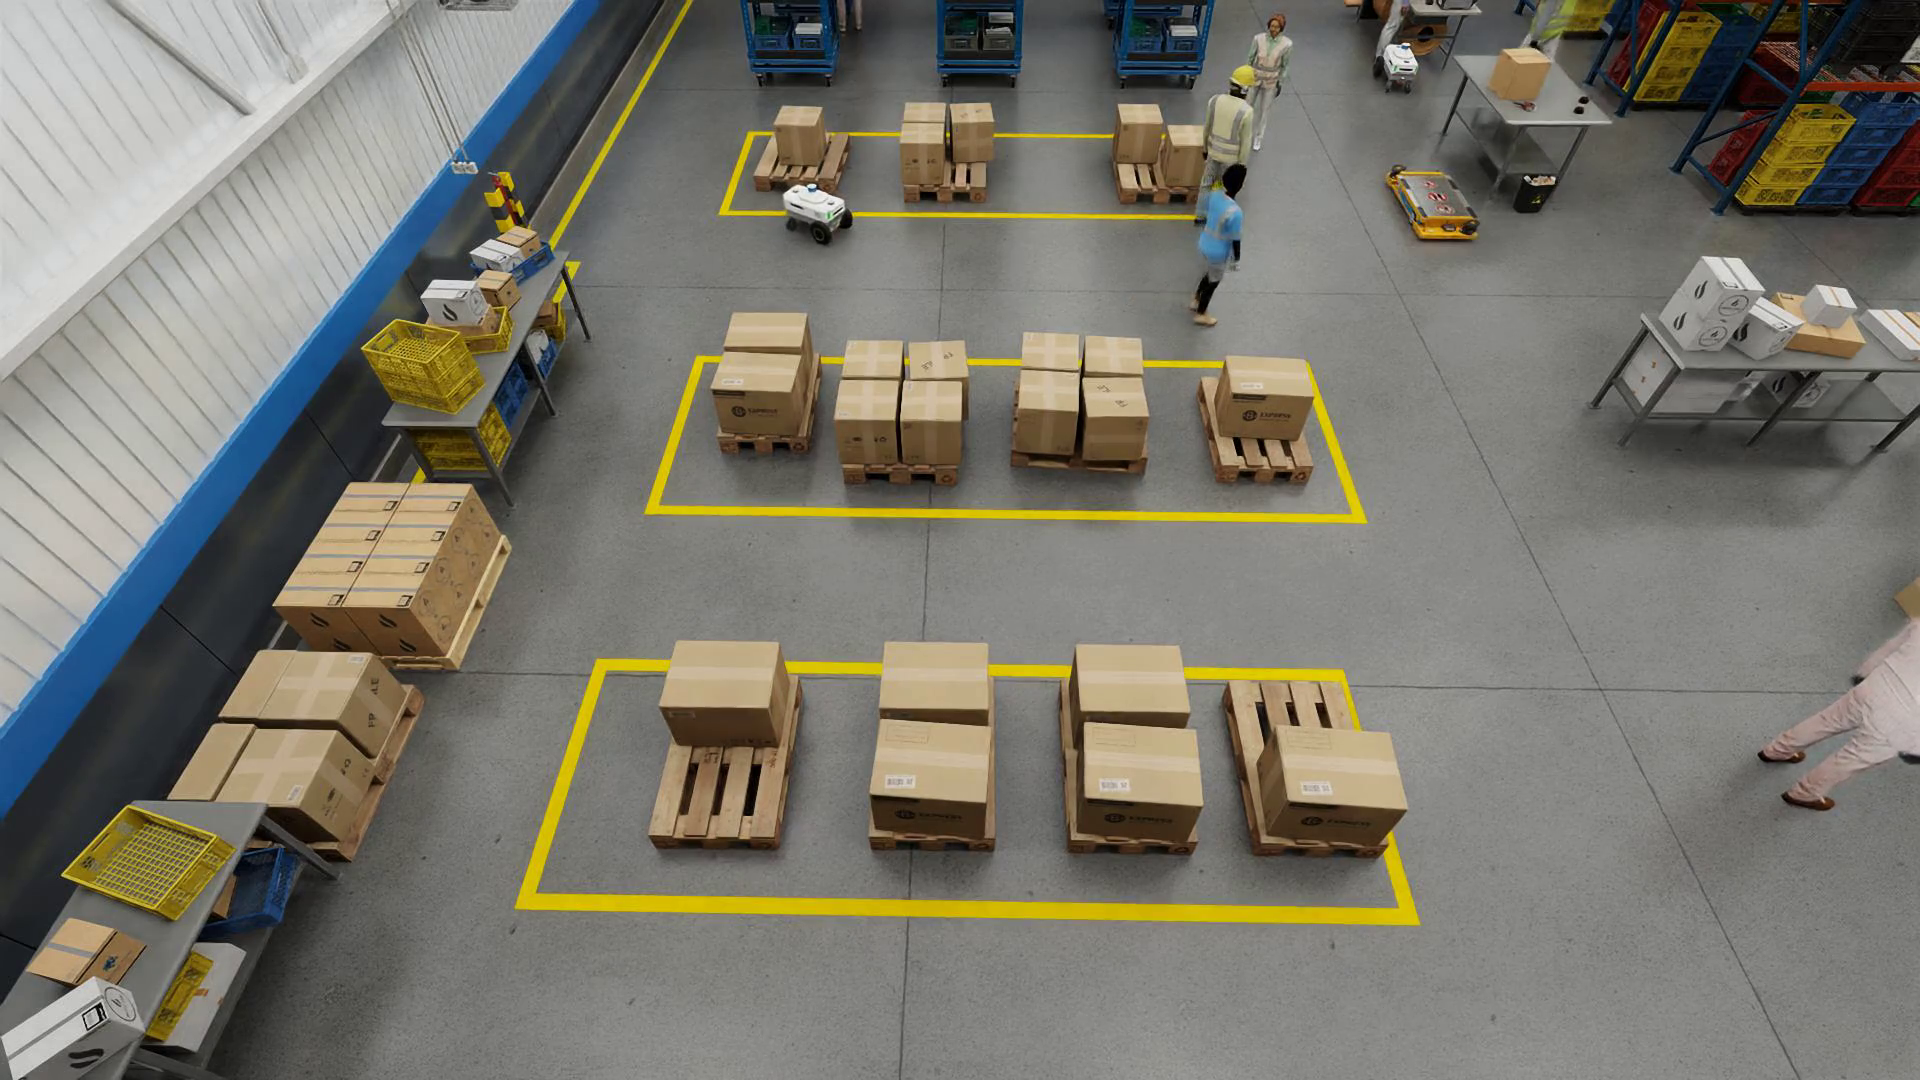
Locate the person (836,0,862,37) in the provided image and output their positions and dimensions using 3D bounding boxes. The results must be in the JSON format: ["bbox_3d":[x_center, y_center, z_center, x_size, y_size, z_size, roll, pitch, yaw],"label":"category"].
[{"bbox_3d":[-1.746,-8.818,14.029,0.626,1.980,0.411,-19,52,-15],"label":"person"}]

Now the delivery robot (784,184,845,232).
[{"bbox_3d":[-1.689,-3.885,10.632,0.707,0.478,0.477,26,54,21],"label":"delivery robot"}]

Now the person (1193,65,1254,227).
[{"bbox_3d":[2.967,-4.332,10.246,0.403,1.822,0.589,-35,57,-26],"label":"person"}]

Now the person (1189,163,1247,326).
[{"bbox_3d":[2.569,-2.878,9.077,0.387,1.694,0.569,-9,50,-7],"label":"person"}]

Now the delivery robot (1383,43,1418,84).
[{"bbox_3d":[6.371,-6.919,13.258,0.477,0.478,0.707,5,49,4],"label":"delivery robot"}]

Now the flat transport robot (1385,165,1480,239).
[{"bbox_3d":[5.692,-4.094,11.059,0.652,0.197,1.431,1,49,1],"label":"flat transport robot"}]

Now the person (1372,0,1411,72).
[{"bbox_3d":[6.411,-7.834,13.209,0.370,1.932,0.628,14,51,12],"label":"person"}]

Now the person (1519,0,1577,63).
[{"bbox_3d":[8.009,-7.028,12.604,0.677,1.778,0.967,-22,53,-18],"label":"person"}]

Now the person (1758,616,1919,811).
[{"bbox_3d":[5.711,1.020,5.568,0.397,1.900,0.655,3,49,3],"label":"person"}]

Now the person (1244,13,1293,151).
[{"bbox_3d":[3.848,-5.805,11.639,0.515,1.640,0.315,19,52,16],"label":"person"}]
